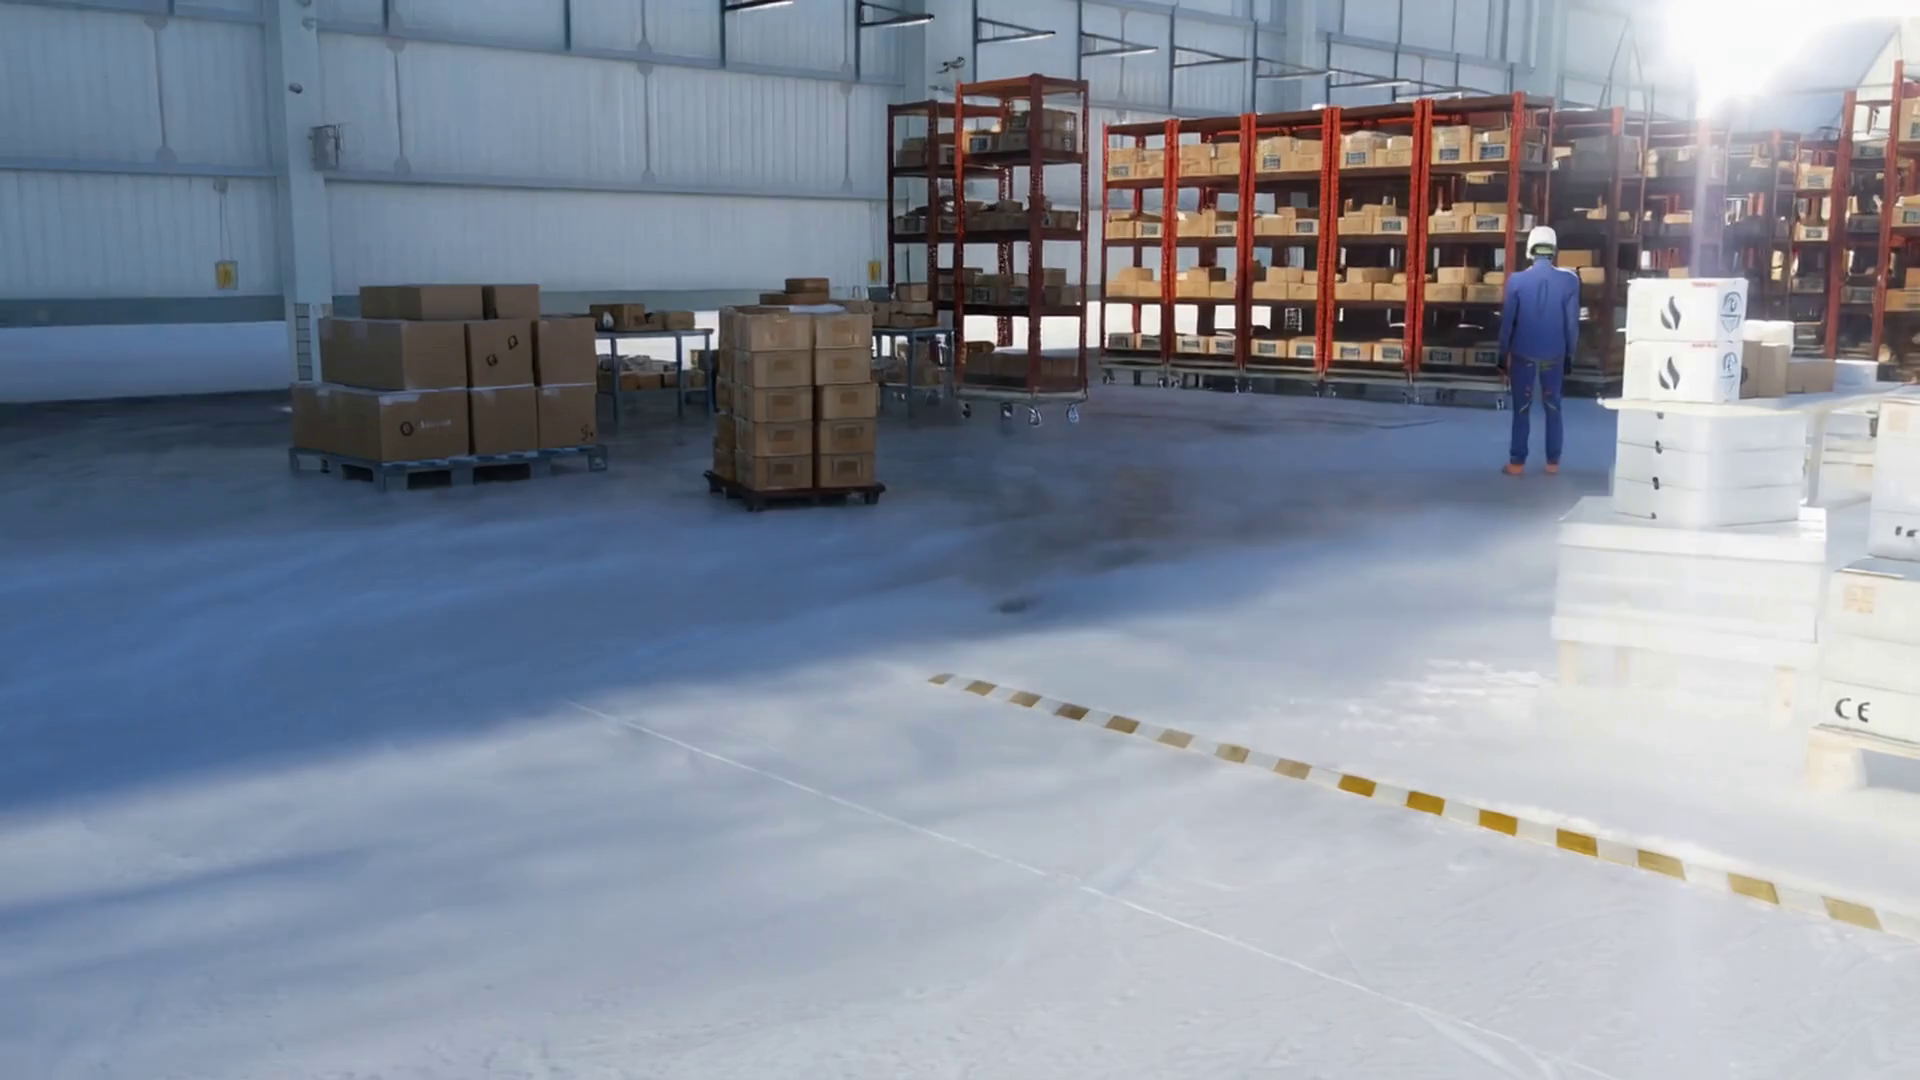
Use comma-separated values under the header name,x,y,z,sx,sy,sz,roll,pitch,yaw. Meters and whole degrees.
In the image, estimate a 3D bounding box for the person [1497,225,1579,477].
name,x,y,z,sx,sy,sz,roll,pitch,yaw
person,4.586,-1.491,13.237,0.621,1.992,0.397,0,9,1
